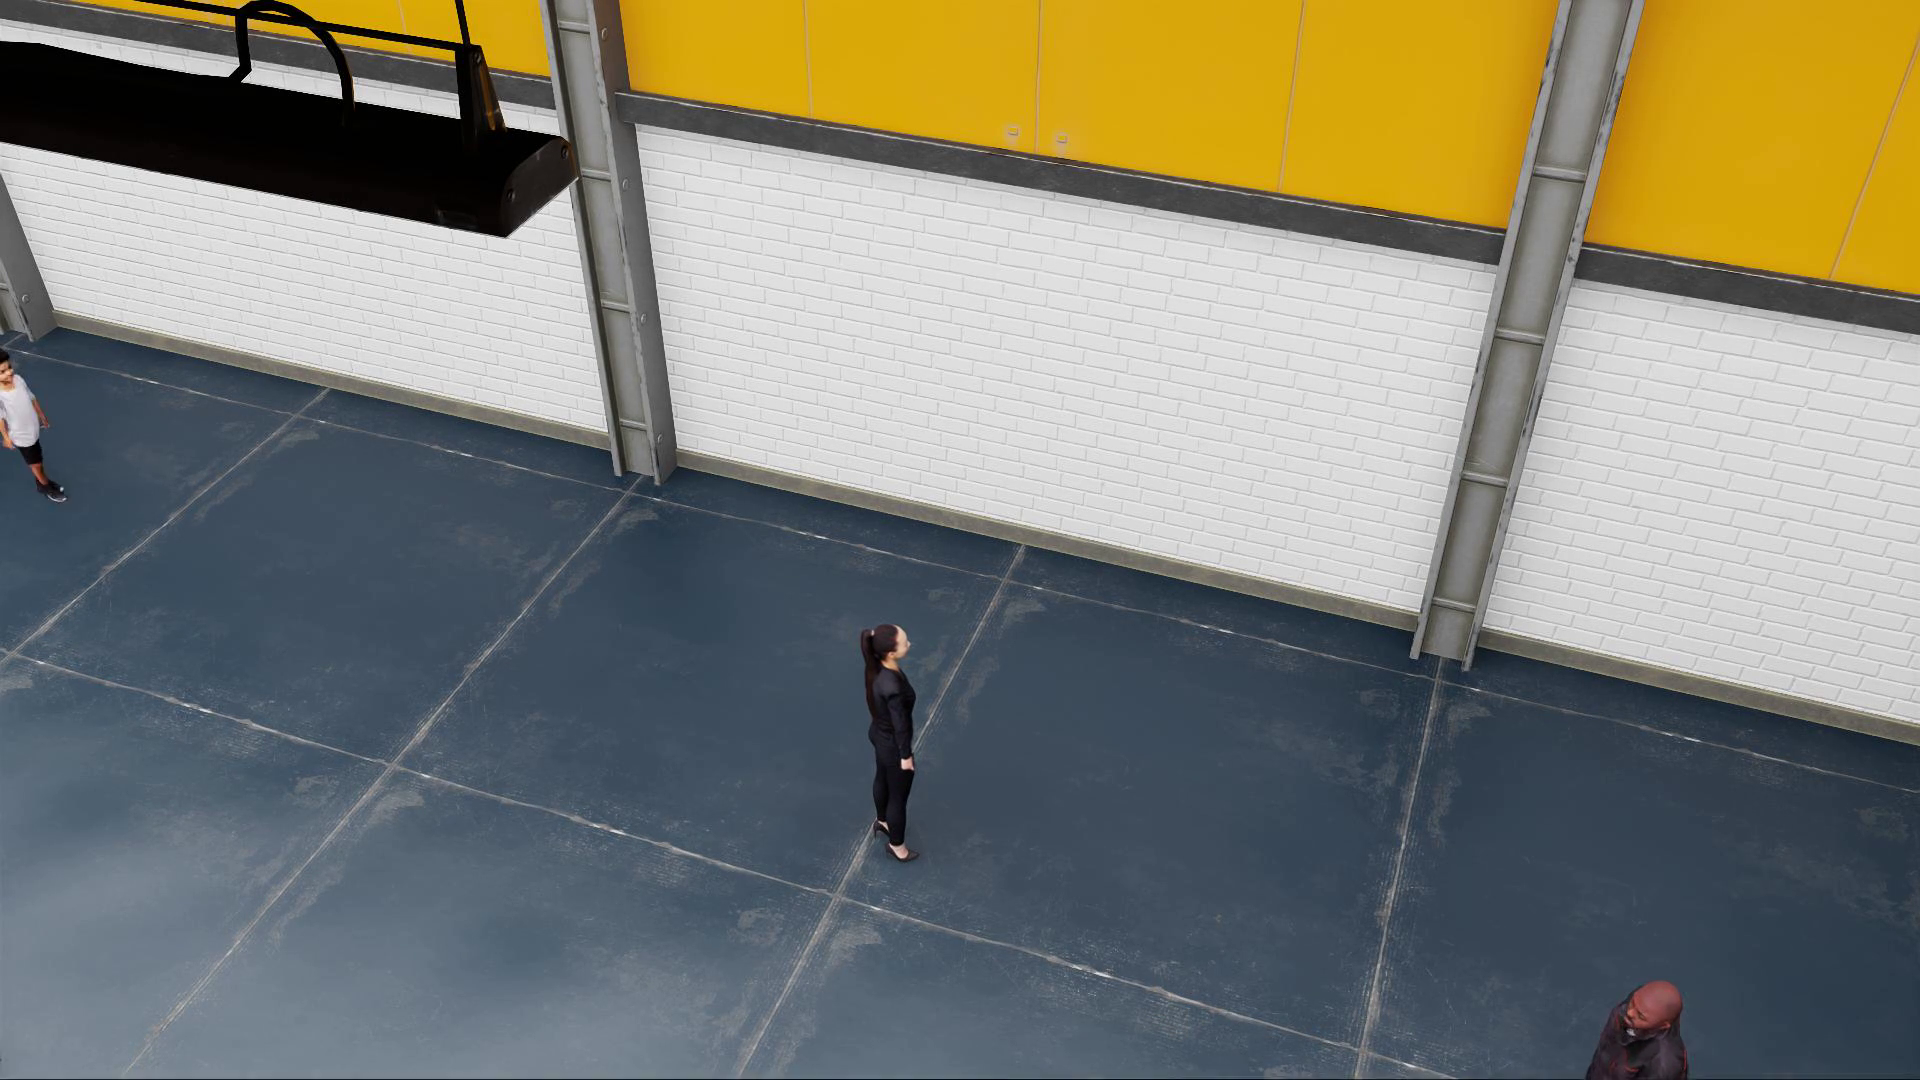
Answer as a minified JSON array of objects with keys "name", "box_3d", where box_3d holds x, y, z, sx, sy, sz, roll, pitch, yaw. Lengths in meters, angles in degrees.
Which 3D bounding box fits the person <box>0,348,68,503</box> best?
[{"name":"person","box_3d":[-6.906,-0.860,12.144,0.582,1.254,0.506,12,40,14]}]

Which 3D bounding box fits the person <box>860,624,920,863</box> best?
[{"name":"person","box_3d":[-0.377,1.127,9.288,0.682,1.712,0.642,-13,40,-15]}]

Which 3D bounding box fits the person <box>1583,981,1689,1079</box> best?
[{"name":"person","box_3d":[3.082,2.524,7.464,0.865,1.806,0.834,1,39,1]}]
